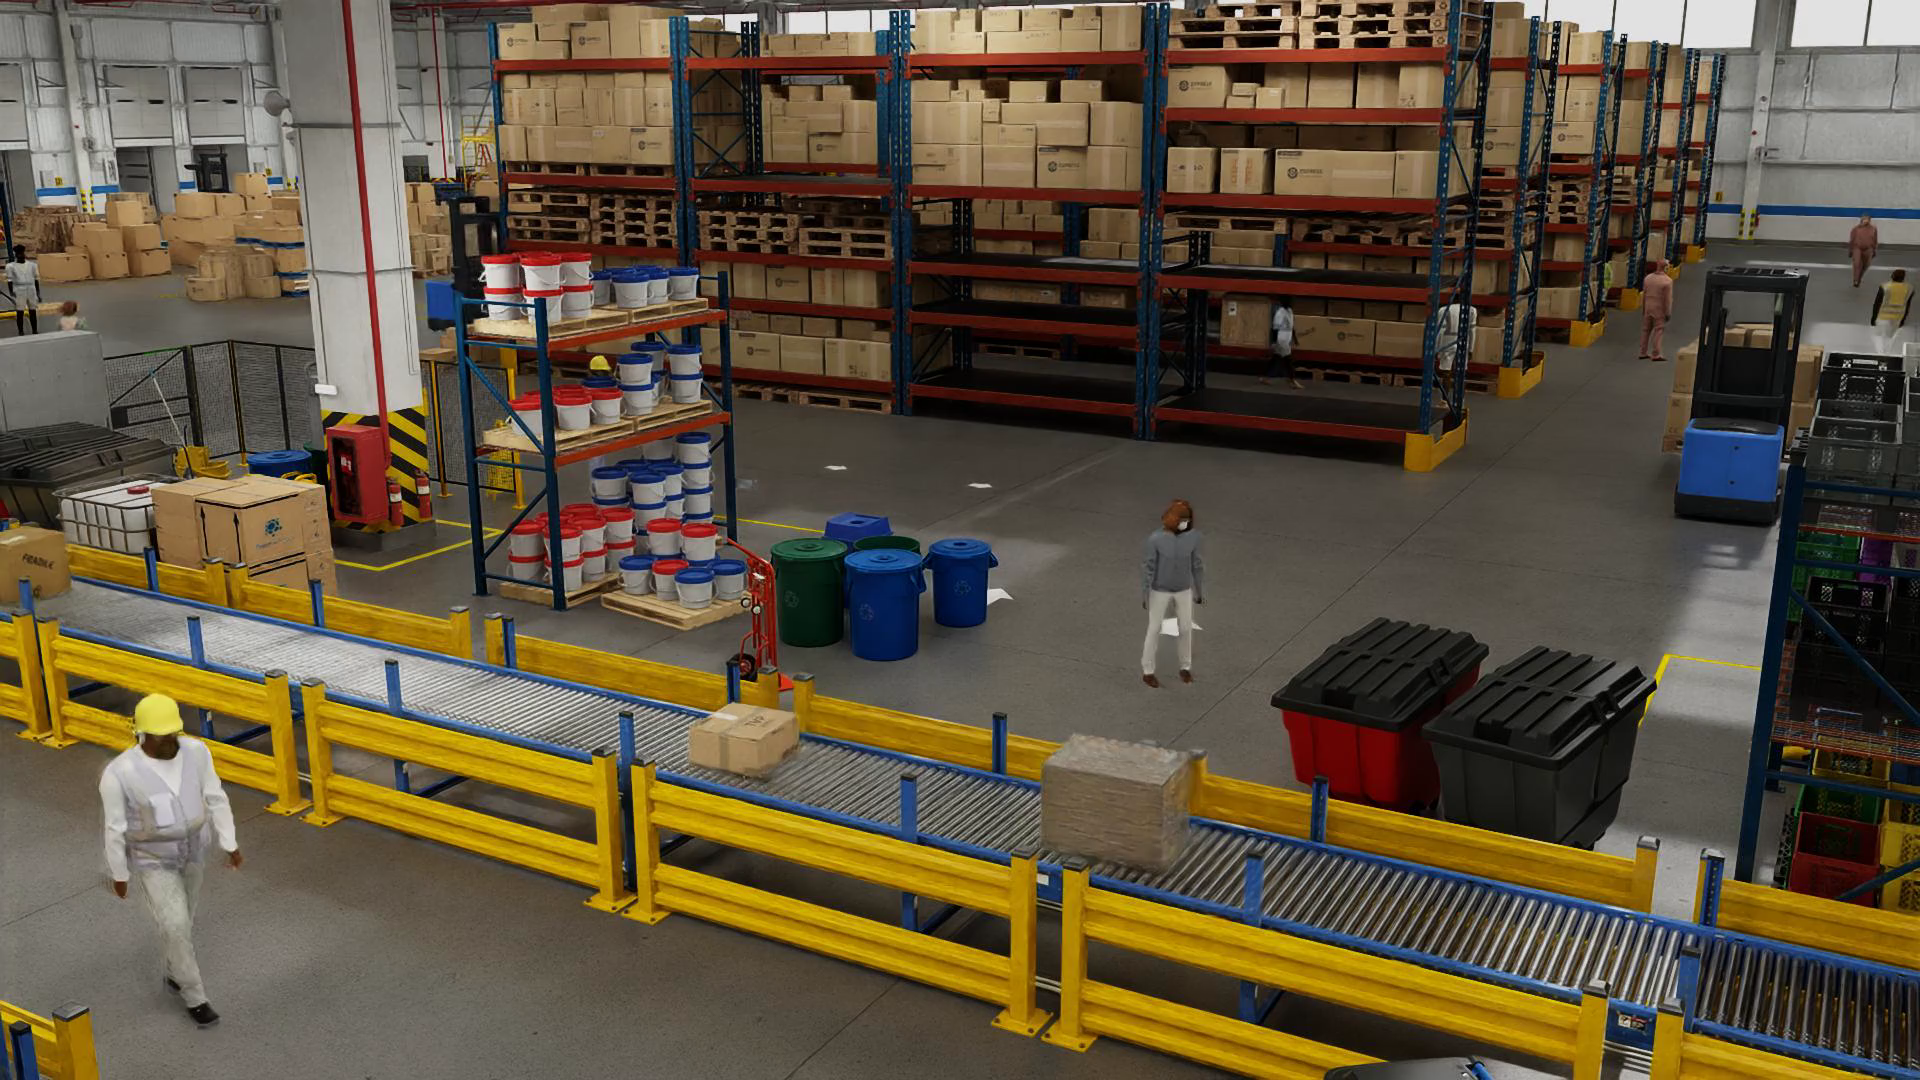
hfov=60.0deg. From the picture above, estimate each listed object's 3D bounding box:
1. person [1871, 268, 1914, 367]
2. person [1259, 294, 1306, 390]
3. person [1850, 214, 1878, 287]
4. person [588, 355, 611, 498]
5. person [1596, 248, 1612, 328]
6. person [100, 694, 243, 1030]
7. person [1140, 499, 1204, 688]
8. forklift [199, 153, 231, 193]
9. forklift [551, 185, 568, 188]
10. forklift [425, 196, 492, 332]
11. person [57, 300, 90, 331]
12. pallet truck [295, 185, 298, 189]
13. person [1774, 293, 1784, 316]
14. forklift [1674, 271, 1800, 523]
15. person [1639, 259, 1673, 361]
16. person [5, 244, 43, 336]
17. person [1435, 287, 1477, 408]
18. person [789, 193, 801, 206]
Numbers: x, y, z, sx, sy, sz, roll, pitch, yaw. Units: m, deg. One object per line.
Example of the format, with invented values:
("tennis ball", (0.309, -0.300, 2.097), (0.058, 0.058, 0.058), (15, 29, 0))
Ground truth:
("person", (17.012, -4.056, 30.395), (0.653, 1.811, 0.455), (2, 15, 8))
("person", (5.481, -3.405, 28.263), (0.887, 1.650, 0.535), (8, 17, 27))
("person", (23.627, -7.596, 43.558), (0.647, 1.893, 0.673), (4, 15, 13))
("person", (-4.413, -1.391, 20.462), (0.327, 1.769, 0.525), (2, 15, 6))
("person", (13.810, -5.406, 35.689), (0.318, 1.697, 0.535), (8, 17, 26))
("person", (-4.108, 1.685, 8.819), (0.781, 1.801, 0.618), (10, 18, 32))
("person", (1.757, 0.437, 13.859), (0.577, 1.622, 0.326), (-3, 15, -11))
("forklift", (-27.440, -12.865, 61.464), (1.873, 2.768, 1.129), (8, 17, 28))
("forklift", (-15.292, -13.524, 63.939), (1.873, 2.768, 1.129), (8, 17, 28))
("forklift", (-10.181, -5.747, 34.703), (1.873, 2.768, 1.129), (8, 17, 28))
("person", (-14.471, -3.101, 27.167), (0.518, 1.617, 0.664), (2, 15, 7))
("pallet truck", (-26.804, -14.617, 69.738), (1.885, 1.965, 0.823), (-14, 20, -42))
("person", (15.510, -4.216, 31.357), (0.280, 1.624, 0.494), (1, 15, 3))
("forklift", (9.269, -1.763, 19.726), (1.129, 2.768, 1.873), (8, 17, 27))
("person", (13.073, -4.302, 31.159), (0.399, 1.900, 0.643), (-7, 17, -26))
("person", (-18.857, -4.974, 33.547), (0.374, 1.966, 0.608), (13, 20, 40))
("person", (7.732, -3.016, 26.044), (0.615, 2.039, 0.391), (0, 15, -2))
("person", (-5.331, -10.310, 53.666), (0.375, 1.935, 0.550), (-14, 20, -41))
